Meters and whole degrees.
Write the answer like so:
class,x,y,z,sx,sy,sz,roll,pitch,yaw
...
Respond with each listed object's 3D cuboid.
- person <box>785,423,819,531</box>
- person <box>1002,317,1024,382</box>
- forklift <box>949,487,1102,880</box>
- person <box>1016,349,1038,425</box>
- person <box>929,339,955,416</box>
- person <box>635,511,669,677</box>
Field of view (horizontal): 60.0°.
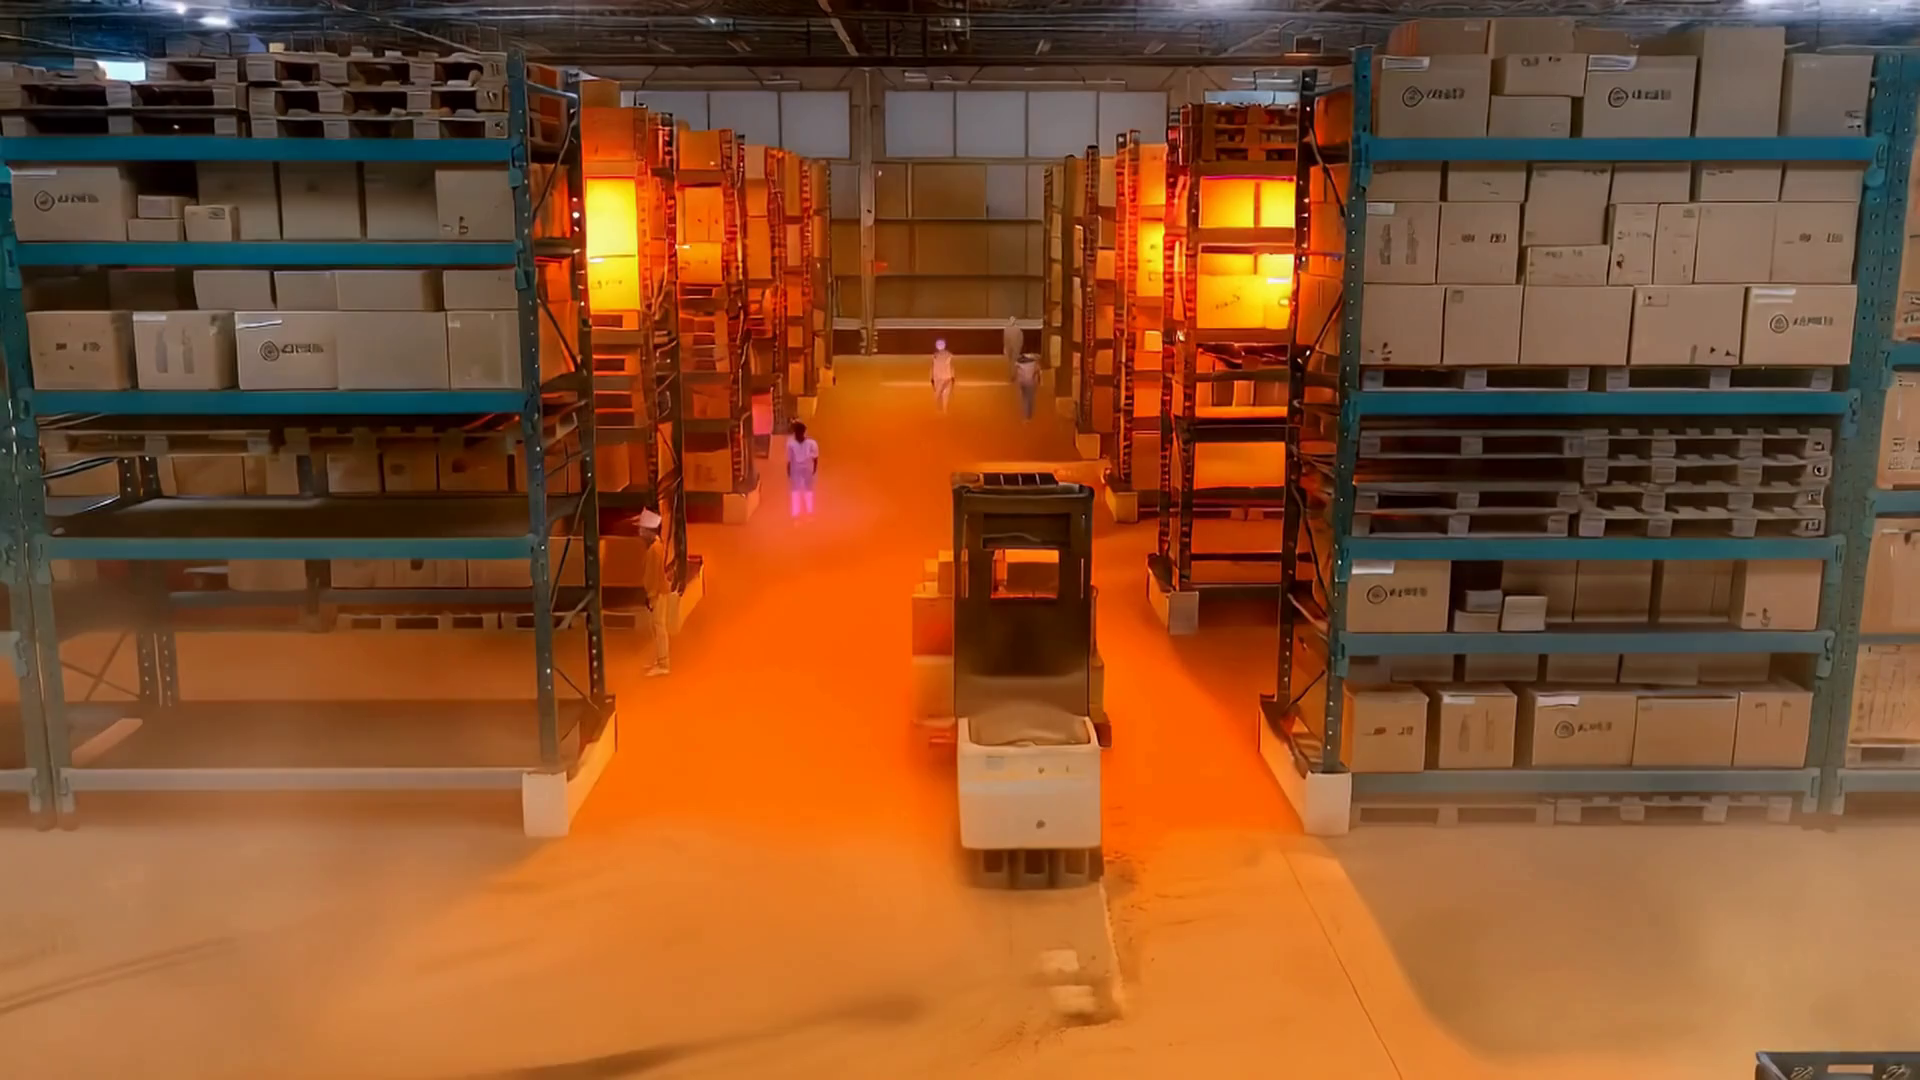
class,x,y,z,sx,sy,sz,roll,pitch,yaw
person,-2.437,-1.011,25.774,0.533,1.651,0.862,0,11,1
person,1.508,-5.432,47.218,0.631,1.848,0.868,1,11,7
forklift,0.495,0.986,12.813,1.129,2.768,1.873,0,11,-2
person,1.527,-3.493,37.891,0.490,1.731,0.584,0,11,1
person,-0.457,-3.884,39.640,0.646,1.795,0.937,-3,12,-15
person,-3.261,0.568,17.659,0.312,1.768,0.522,-3,12,-13
